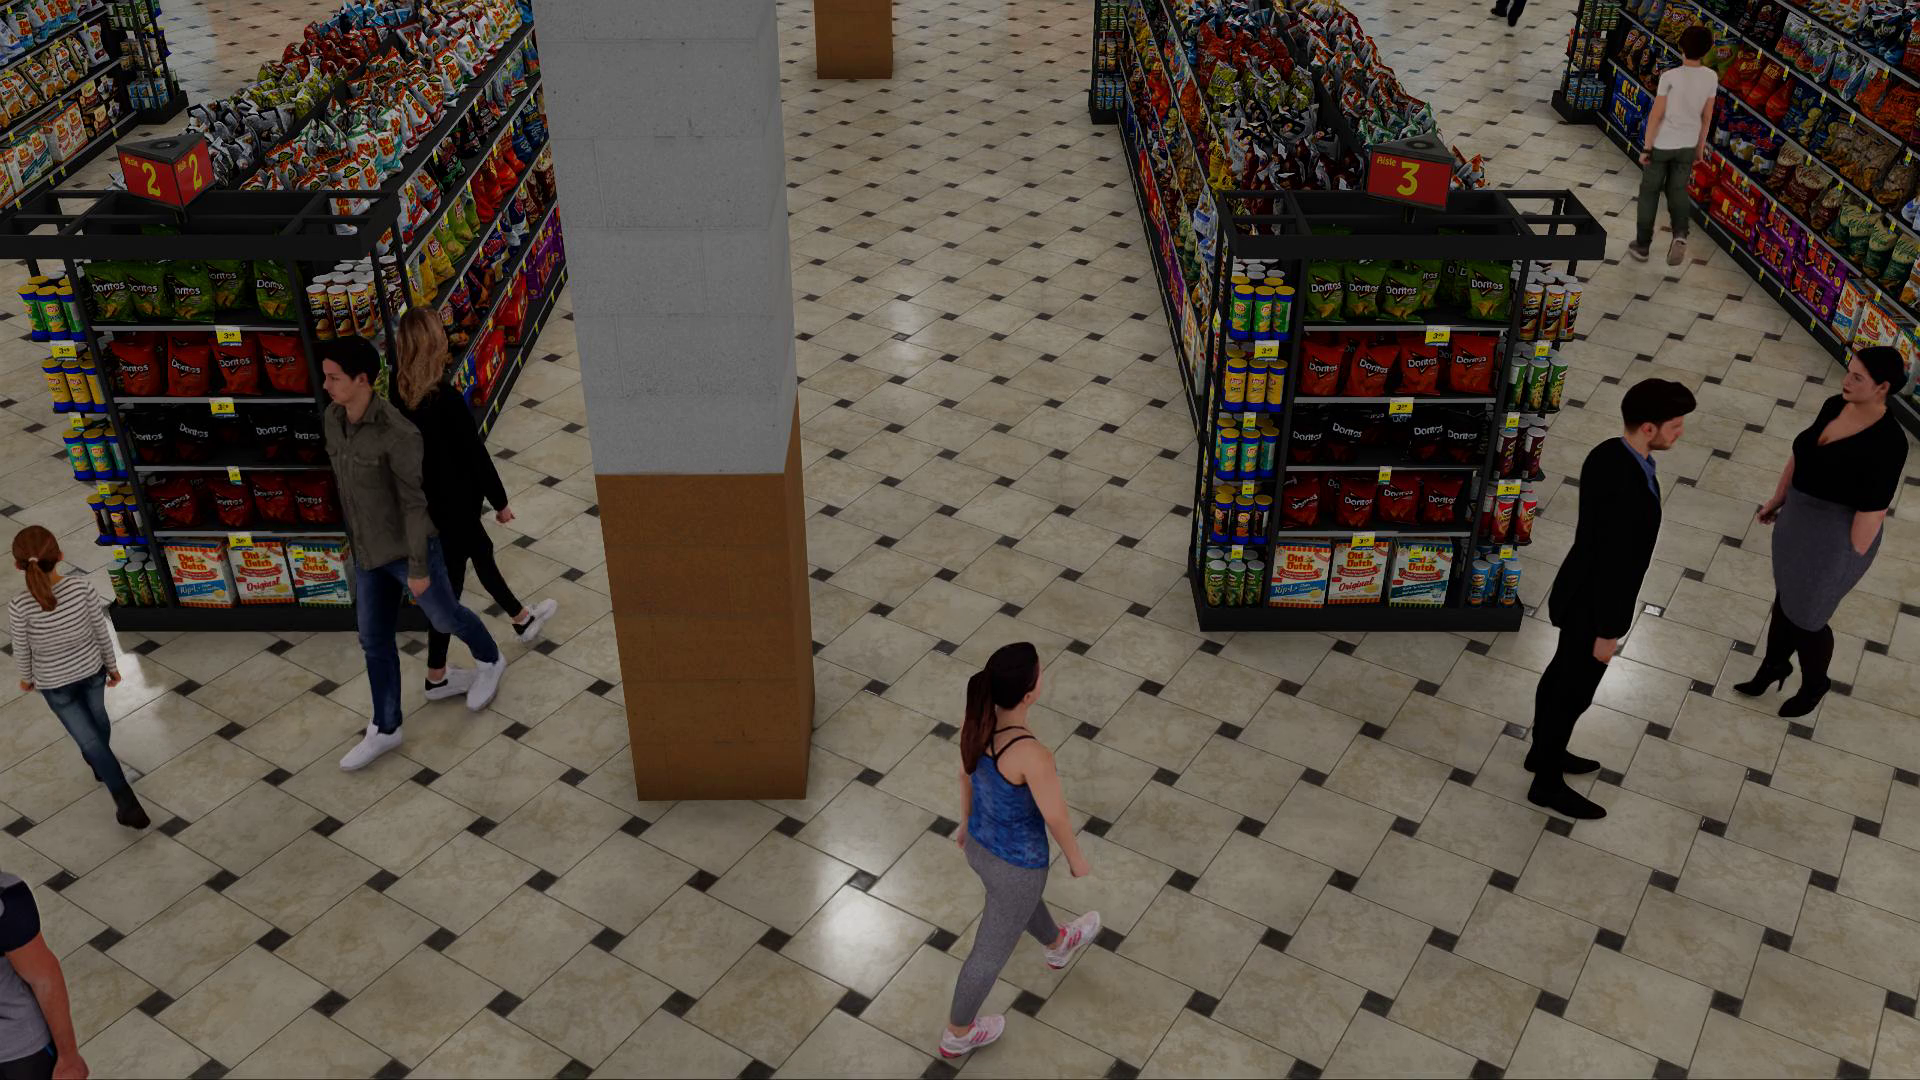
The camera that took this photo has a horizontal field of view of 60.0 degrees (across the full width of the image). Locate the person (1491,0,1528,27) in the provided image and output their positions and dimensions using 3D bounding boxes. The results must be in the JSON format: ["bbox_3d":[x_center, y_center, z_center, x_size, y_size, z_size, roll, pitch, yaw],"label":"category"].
[{"bbox_3d":[5.685,-6.109,16.669,0.709,1.873,0.721,4,32,6],"label":"person"}]

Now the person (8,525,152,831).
[{"bbox_3d":[-3.435,0.574,6.481,0.859,1.289,0.922,-27,41,-36],"label":"person"}]

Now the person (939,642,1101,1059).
[{"bbox_3d":[0.096,1.063,5.423,0.964,1.577,1.008,-19,37,-28],"label":"person"}]

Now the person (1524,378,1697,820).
[{"bbox_3d":[2.477,0.223,6.482,0.808,1.885,0.639,8,33,13],"label":"person"}]

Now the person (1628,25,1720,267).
[{"bbox_3d":[4.866,-2.631,11.301,0.570,1.639,0.891,0,32,1],"label":"person"}]

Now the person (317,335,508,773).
[{"bbox_3d":[-2.255,-0.008,6.897,1.056,1.837,1.229,15,35,23],"label":"person"}]

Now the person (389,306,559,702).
[{"bbox_3d":[-2.278,-0.097,7.110,1.049,1.764,1.127,28,41,37],"label":"person"}]

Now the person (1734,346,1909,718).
[{"bbox_3d":[3.701,-0.021,6.999,0.726,1.753,0.528,0,32,-1],"label":"person"}]
